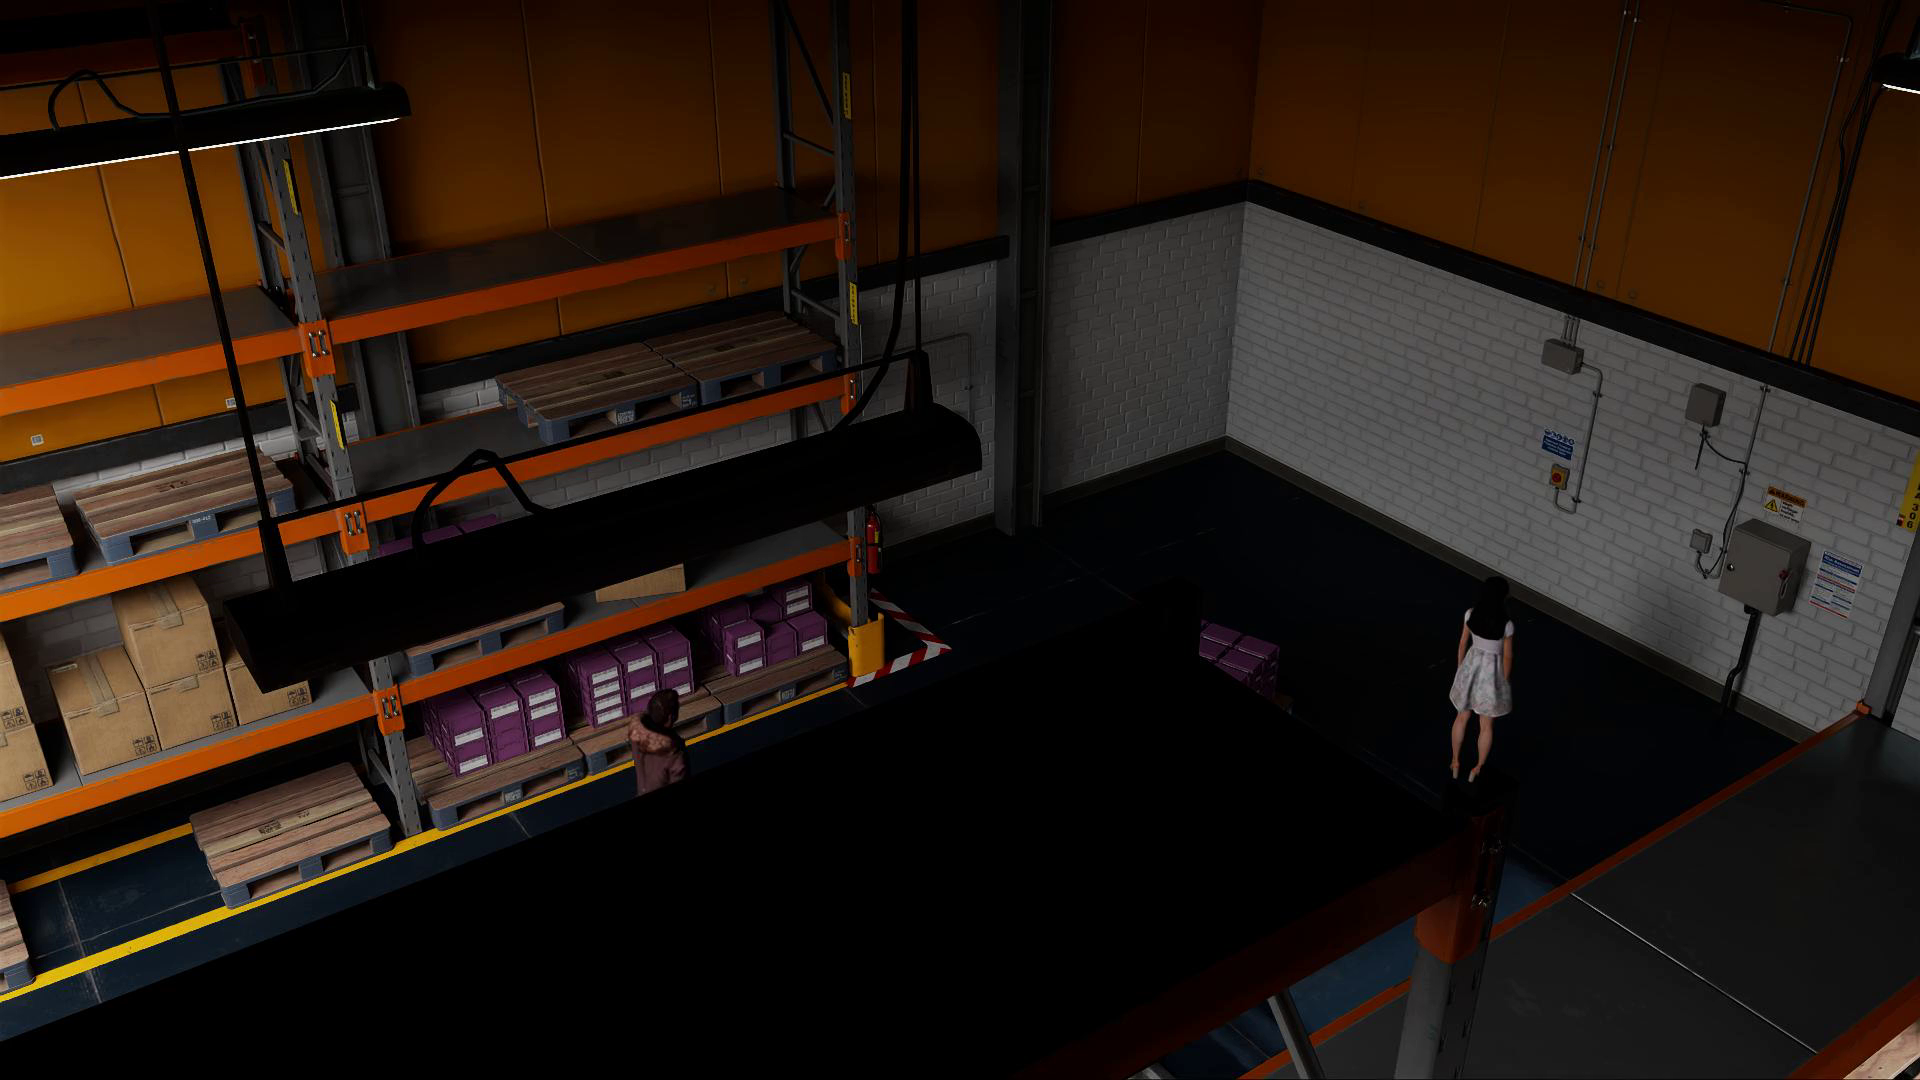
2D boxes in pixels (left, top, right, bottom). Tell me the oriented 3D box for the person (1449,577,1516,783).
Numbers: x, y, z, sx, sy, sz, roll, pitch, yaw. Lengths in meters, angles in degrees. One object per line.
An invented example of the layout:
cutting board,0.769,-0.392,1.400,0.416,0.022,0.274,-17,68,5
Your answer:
person,4.017,1.079,12.803,0.731,1.773,0.741,19,34,31

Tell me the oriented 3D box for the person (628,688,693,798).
person,-2.067,1.854,11.338,0.841,1.817,0.941,24,37,37
